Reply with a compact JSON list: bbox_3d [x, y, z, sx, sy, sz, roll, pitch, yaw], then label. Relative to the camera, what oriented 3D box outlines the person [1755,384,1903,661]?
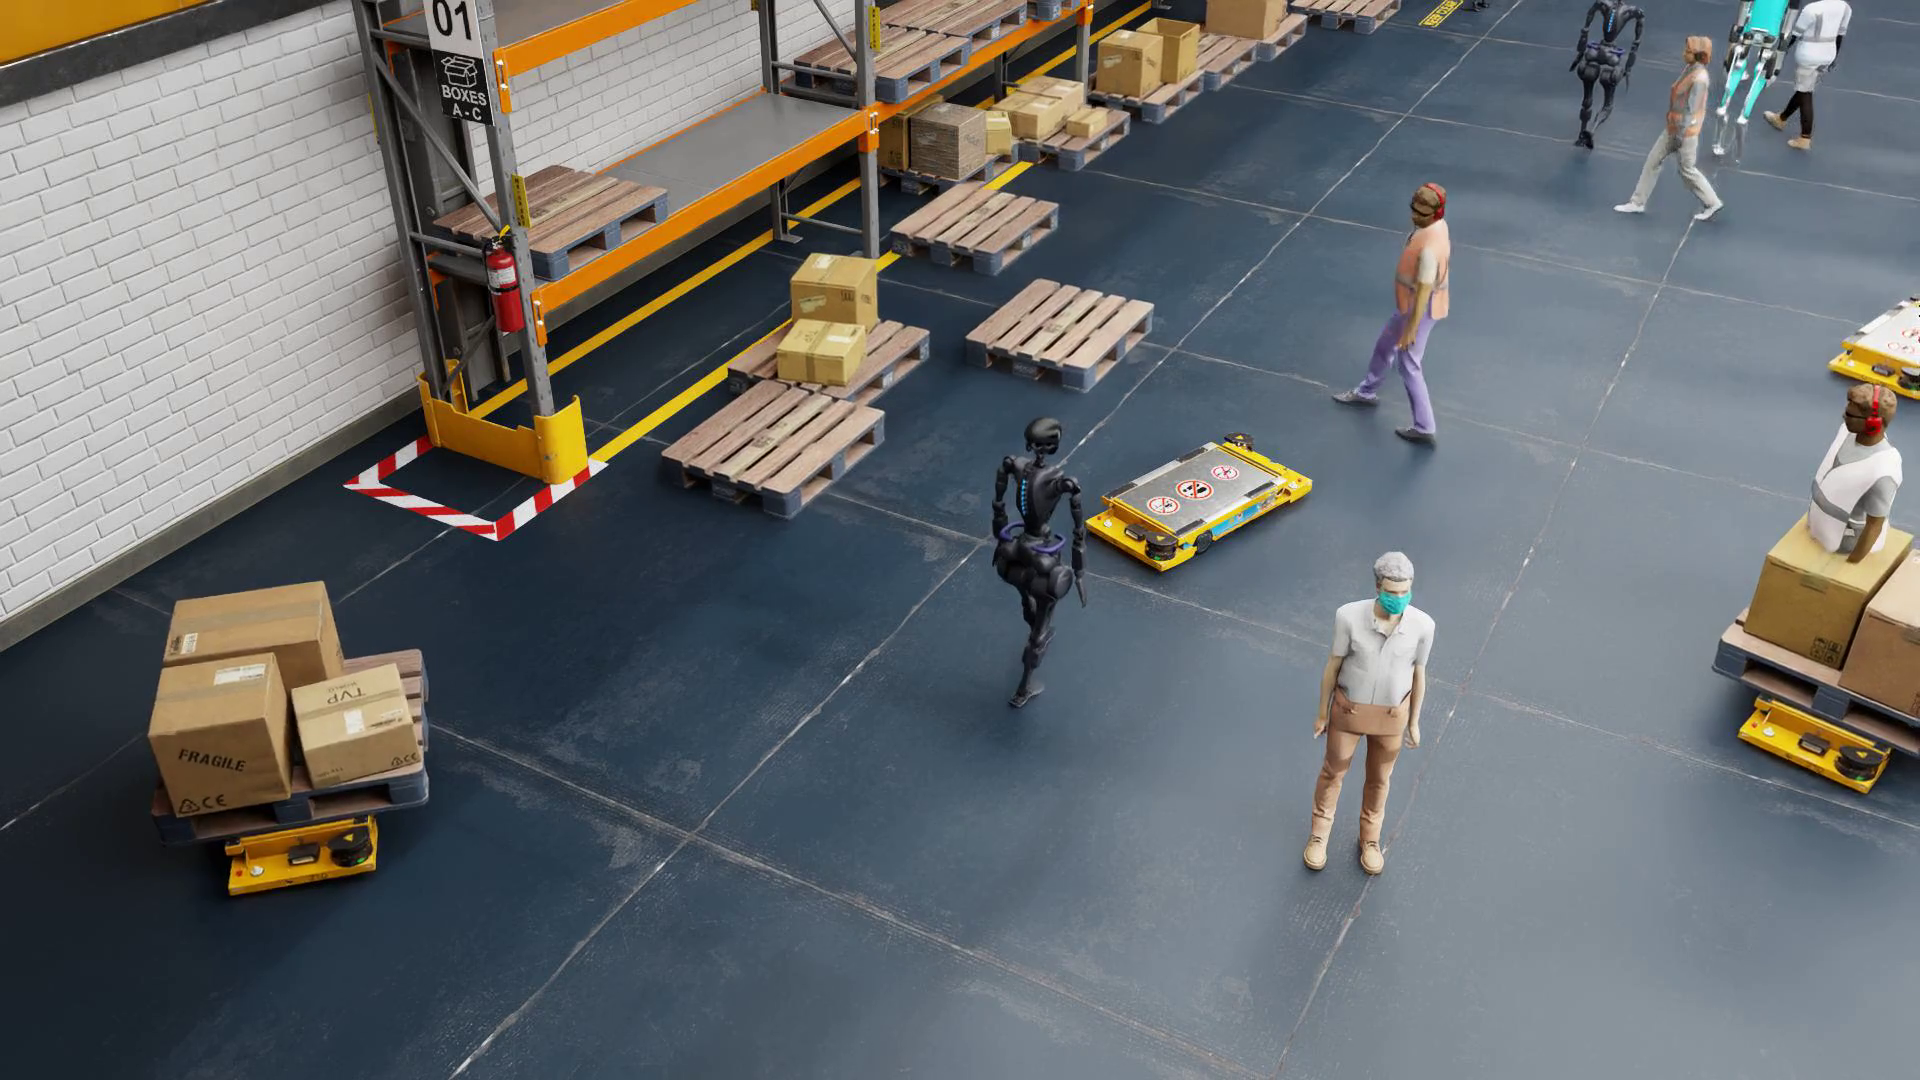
[{"bbox_3d":[4.587,0.012,8.707,0.390,1.838,0.563,2,34,3],"label":"person"}]

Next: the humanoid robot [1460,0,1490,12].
[{"bbox_3d":[6.188,-7.115,19.623,0.599,1.657,0.315,-29,43,-36],"label":"humanoid robot"}]

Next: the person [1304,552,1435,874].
[{"bbox_3d":[1.868,0.795,7.601,0.485,1.749,0.316,4,34,7],"label":"person"}]

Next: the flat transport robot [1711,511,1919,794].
[{"bbox_3d":[4.792,0.811,8.921,0.659,0.231,1.431,27,42,35],"label":"flat transport robot"}]

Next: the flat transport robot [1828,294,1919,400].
[{"bbox_3d":[7.095,-1.442,12.330,1.431,0.231,0.659,-26,42,-34],"label":"flat transport robot"}]

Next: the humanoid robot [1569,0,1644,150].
[{"bbox_3d":[6.024,-4.486,15.668,0.601,1.644,0.543,22,39,30],"label":"humanoid robot"}]

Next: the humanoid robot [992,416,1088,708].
[{"bbox_3d":[0.443,0.068,8.778,0.611,1.636,0.656,22,39,29],"label":"humanoid robot"}]

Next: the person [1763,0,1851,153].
[{"bbox_3d":[8.055,-4.603,15.857,0.532,1.650,0.824,-13,36,-19],"label":"person"}]

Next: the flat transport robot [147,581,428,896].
[{"bbox_3d":[-3.273,1.179,8.364,0.659,0.231,1.431,-8,34,-13],"label":"flat transport robot"}]

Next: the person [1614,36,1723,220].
[{"bbox_3d":[6.249,-3.514,14.253,0.825,1.601,0.520,5,34,8],"label":"person"}]

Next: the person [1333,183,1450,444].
[{"bbox_3d":[2.968,-1.548,11.109,0.705,1.790,0.640,8,34,12],"label":"person"}]

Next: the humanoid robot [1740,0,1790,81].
[{"bbox_3d":[8.379,-5.564,17.221,0.548,1.732,0.987,19,38,26],"label":"humanoid robot"}]

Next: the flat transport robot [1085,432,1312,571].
[{"bbox_3d":[1.528,-0.259,10.540,1.431,0.231,0.659,-26,41,-34],"label":"flat transport robot"}]

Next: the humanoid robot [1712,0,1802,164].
[{"bbox_3d":[7.275,-4.322,15.407,0.530,1.821,0.804,24,40,32],"label":"humanoid robot"}]
